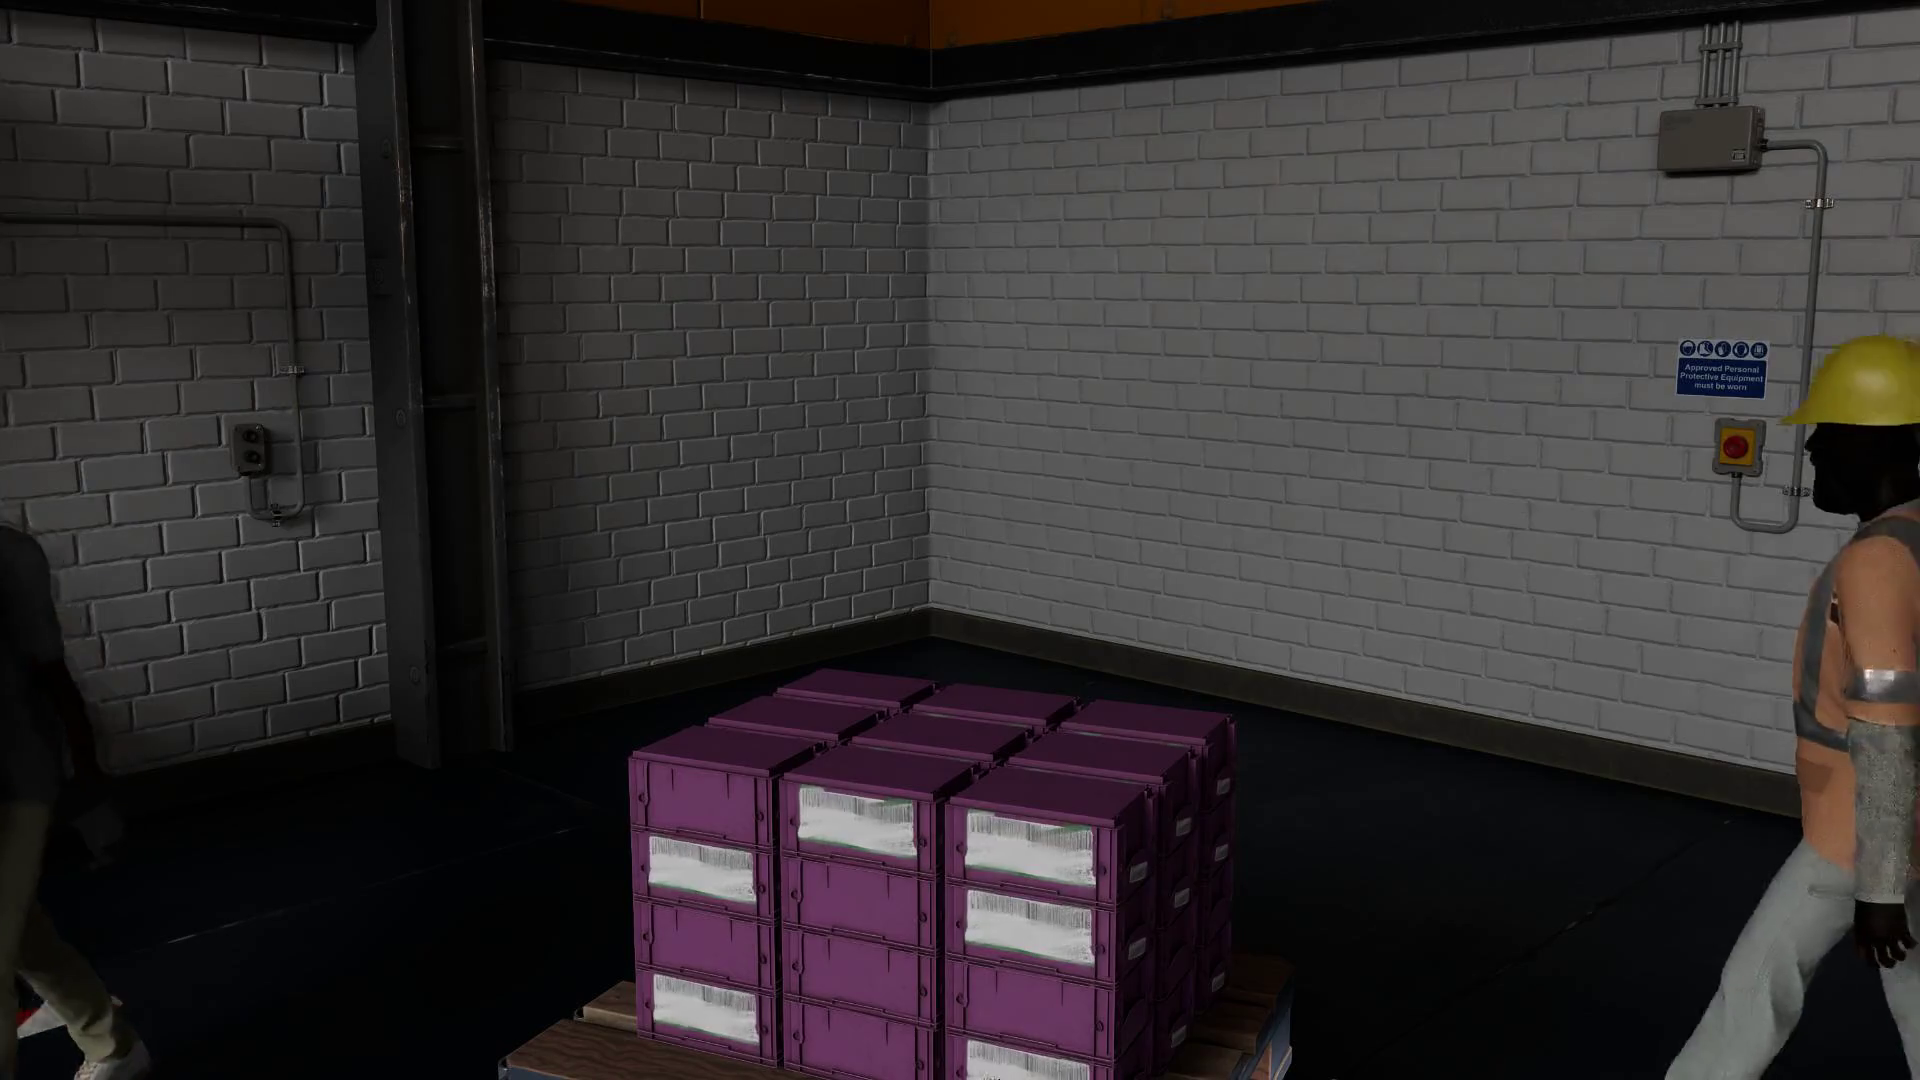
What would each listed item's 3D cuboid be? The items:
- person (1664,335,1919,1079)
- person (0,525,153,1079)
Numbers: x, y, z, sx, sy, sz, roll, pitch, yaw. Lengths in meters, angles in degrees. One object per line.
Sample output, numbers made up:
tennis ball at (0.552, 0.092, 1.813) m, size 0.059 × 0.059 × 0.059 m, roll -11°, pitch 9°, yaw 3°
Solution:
person at (1.728, 0.536, 3.378) m, size 0.963 × 1.881 × 0.616 m, roll 9°, pitch 13°, yaw 43°
person at (-2.112, 0.550, 3.594) m, size 0.531 × 1.808 × 0.971 m, roll 2°, pitch 9°, yaw 12°
